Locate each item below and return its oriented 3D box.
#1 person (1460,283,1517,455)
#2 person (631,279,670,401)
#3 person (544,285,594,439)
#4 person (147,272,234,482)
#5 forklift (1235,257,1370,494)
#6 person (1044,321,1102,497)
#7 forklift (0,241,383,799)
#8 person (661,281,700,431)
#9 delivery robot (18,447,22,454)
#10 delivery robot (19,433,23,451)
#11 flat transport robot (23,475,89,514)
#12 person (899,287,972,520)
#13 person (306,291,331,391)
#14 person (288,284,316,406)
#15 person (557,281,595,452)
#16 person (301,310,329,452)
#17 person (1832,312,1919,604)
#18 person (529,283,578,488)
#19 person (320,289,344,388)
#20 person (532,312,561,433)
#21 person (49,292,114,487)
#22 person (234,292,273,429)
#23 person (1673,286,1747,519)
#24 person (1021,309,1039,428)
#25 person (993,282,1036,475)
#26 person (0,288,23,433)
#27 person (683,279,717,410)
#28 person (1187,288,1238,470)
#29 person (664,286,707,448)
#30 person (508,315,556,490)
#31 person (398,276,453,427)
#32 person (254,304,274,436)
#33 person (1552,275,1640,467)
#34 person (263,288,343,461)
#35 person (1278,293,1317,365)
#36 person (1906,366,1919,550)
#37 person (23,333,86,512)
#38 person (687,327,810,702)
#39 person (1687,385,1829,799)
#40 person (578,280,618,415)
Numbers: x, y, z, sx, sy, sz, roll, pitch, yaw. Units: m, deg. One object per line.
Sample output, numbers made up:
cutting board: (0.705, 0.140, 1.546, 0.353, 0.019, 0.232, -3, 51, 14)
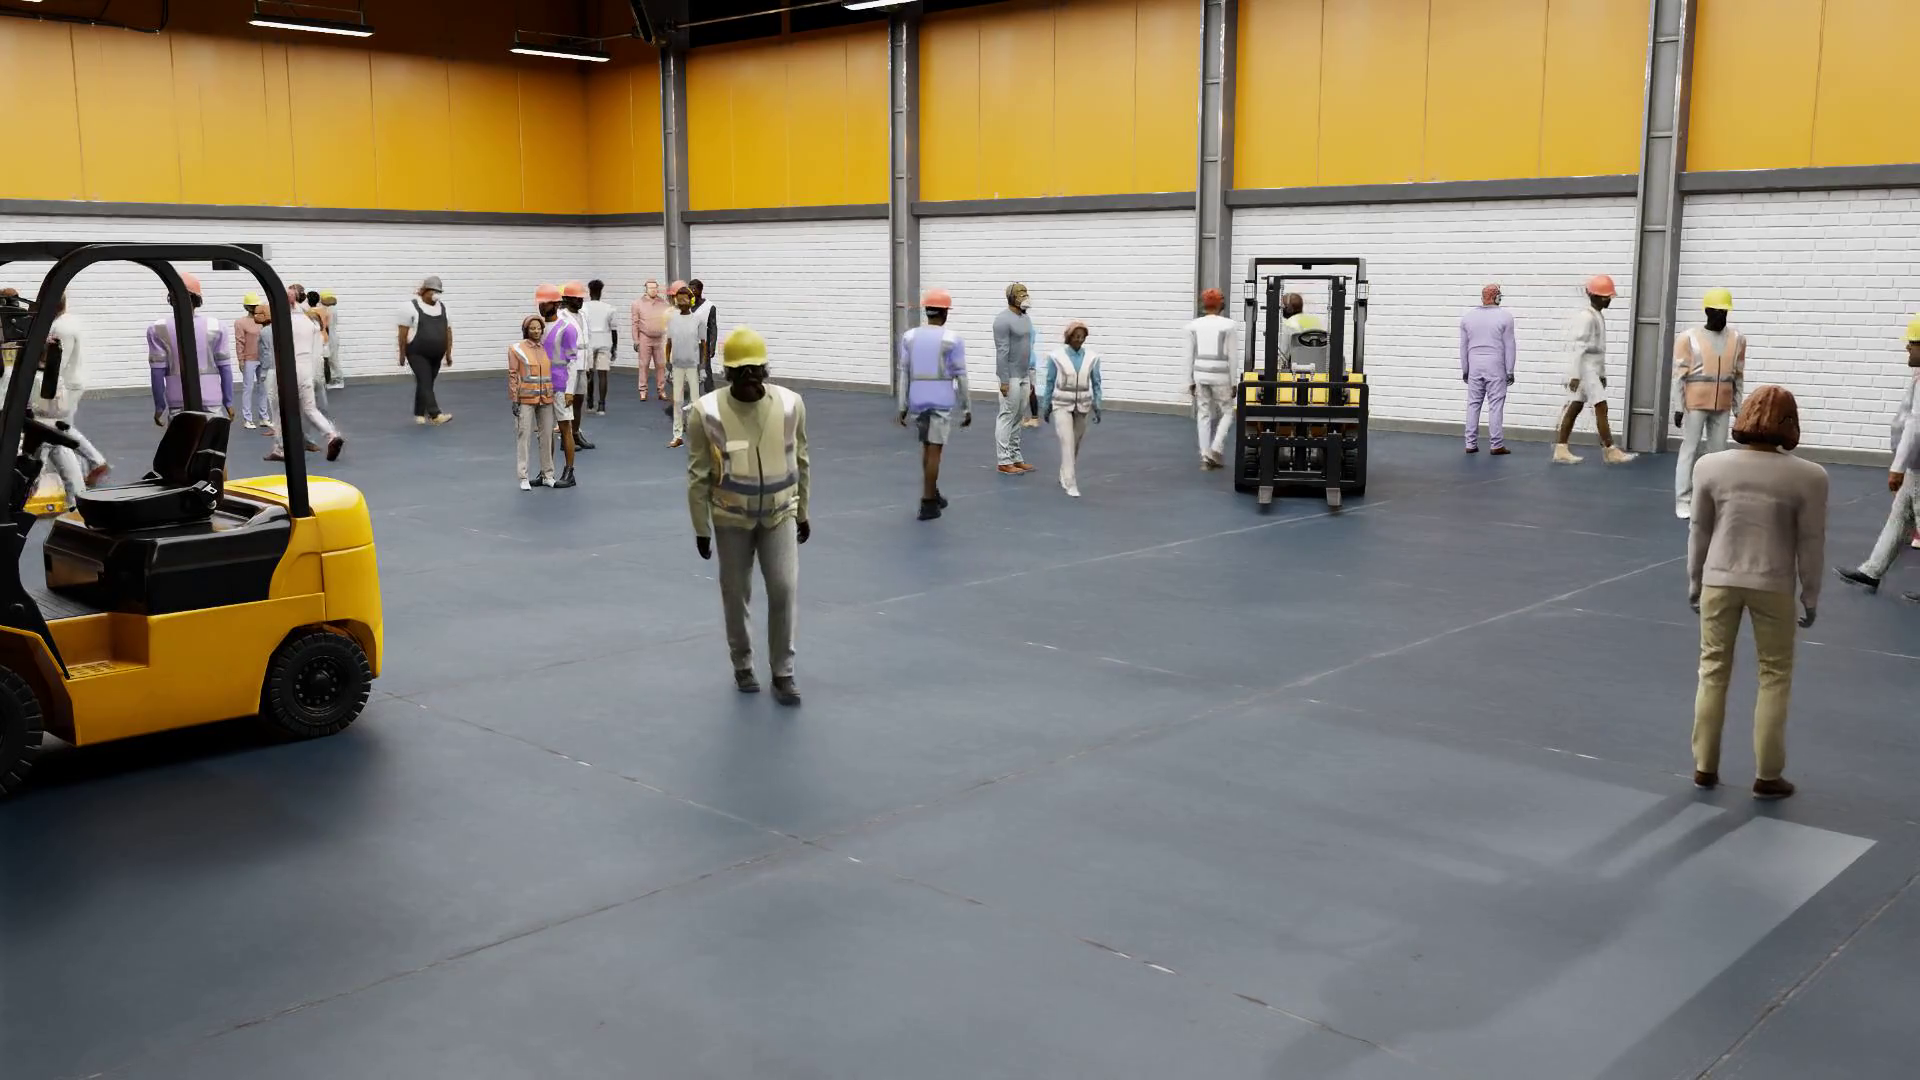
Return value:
person: (5.924, -1.910, 18.628, 0.639, 1.911, 0.406, 8, 12, 42)
person: (-4.828, -3.129, 26.111, 0.643, 1.909, 0.410, -4, 10, -24)
person: (-4.761, -2.180, 20.383, 0.605, 1.888, 0.715, -6, 11, -35)
person: (-6.154, -1.117, 13.349, 0.605, 2.045, 0.378, -5, 10, -26)
forklift: (3.309, -1.629, 16.029, 1.214, 2.155, 2.313, 2, 9, 11)
person: (1.023, -1.226, 15.405, 0.516, 1.605, 0.802, -3, 10, -16)
forklift: (-3.706, -0.171, 7.093, 1.214, 2.155, 2.313, 9, 13, 43)
person: (-3.598, -2.345, 21.252, 0.474, 1.922, 0.552, 6, 11, 32)
delivery robot: (-8.731, -0.718, 15.169, 0.477, 0.478, 0.707, -8, 12, -41)
delivery robot: (-9.245, -0.891, 16.209, 0.707, 0.478, 0.477, 10, 13, 42)
flat transport robot: (-8.043, -0.399, 14.372, 0.652, 0.197, 1.431, -8, 12, -40)
person: (-0.163, -1.147, 13.933, 0.579, 1.904, 0.831, 4, 10, 24)
person: (-10.904, -3.359, 28.155, 0.320, 1.698, 0.531, 6, 11, 34)
person: (-9.952, -2.934, 25.107, 0.429, 1.847, 0.627, -6, 11, -32)
person: (-4.377, -1.980, 18.965, 0.376, 1.936, 0.549, 4, 10, 21)
person: (-7.400, -1.796, 18.841, 0.480, 1.606, 0.526, 2, 9, 12)
person: (5.855, -0.505, 10.316, 0.747, 1.802, 0.623, 7, 12, 38)
person: (-3.871, -1.458, 15.761, 0.545, 1.941, 0.351, 5, 10, 26)
person: (-10.947, -3.489, 28.876, 0.346, 1.739, 0.488, -3, 10, -19)
person: (-5.189, -2.277, 21.001, 0.510, 1.870, 0.328, 5, 11, 29)
person: (-8.384, -1.427, 15.640, 0.574, 1.913, 0.639, -6, 11, -31)
person: (-9.146, -2.327, 21.620, 0.315, 1.767, 0.535, 5, 11, 30)
person: (6.207, -1.129, 13.780, 0.592, 1.924, 0.377, 0, 9, -3)
person: (0.781, -2.289, 21.706, 0.623, 1.658, 0.548, 8, 12, 42)
person: (0.557, -1.628, 16.807, 0.369, 1.939, 0.631, 5, 10, 26)
person: (-11.568, -2.156, 20.346, 0.429, 1.844, 0.625, 1, 9, 7)
person: (-3.813, -2.847, 24.342, 0.599, 1.917, 0.375, 5, 11, 30)
person: (2.593, -1.640, 17.065, 0.595, 1.872, 0.403, 6, 11, 33)
person: (-3.178, -1.991, 19.244, 0.511, 1.872, 0.328, 1, 9, 8)
person: (-3.999, -1.292, 15.660, 0.514, 1.641, 0.307, -8, 12, -39)
person: (-7.023, -2.517, 21.946, 0.960, 2.000, 0.708, 7, 12, 38)
person: (-8.580, -2.104, 20.653, 0.278, 1.634, 0.498, -1, 9, -9)
person: (6.736, -1.757, 17.429, 0.995, 1.987, 0.643, 5, 11, 30)
person: (-7.099, -1.764, 17.859, 0.874, 1.877, 0.651, 3, 10, 18)
person: (3.494, -1.733, 17.822, 0.797, 1.809, 0.648, 6, 11, 33)
person: (7.196, -0.807, 12.301, 0.320, 1.769, 0.523, 2, 9, 9)
person: (-6.890, -0.743, 12.416, 0.830, 1.604, 0.518, -1, 9, -6)
person: (-0.990, -0.113, 7.944, 0.607, 1.796, 0.702, -3, 10, -17)
person: (3.111, 0.204, 6.544, 0.500, 1.623, 0.286, 7, 11, 36)
person: (-5.210, -2.759, 23.841, 0.616, 1.898, 1.000, -3, 10, -16)
